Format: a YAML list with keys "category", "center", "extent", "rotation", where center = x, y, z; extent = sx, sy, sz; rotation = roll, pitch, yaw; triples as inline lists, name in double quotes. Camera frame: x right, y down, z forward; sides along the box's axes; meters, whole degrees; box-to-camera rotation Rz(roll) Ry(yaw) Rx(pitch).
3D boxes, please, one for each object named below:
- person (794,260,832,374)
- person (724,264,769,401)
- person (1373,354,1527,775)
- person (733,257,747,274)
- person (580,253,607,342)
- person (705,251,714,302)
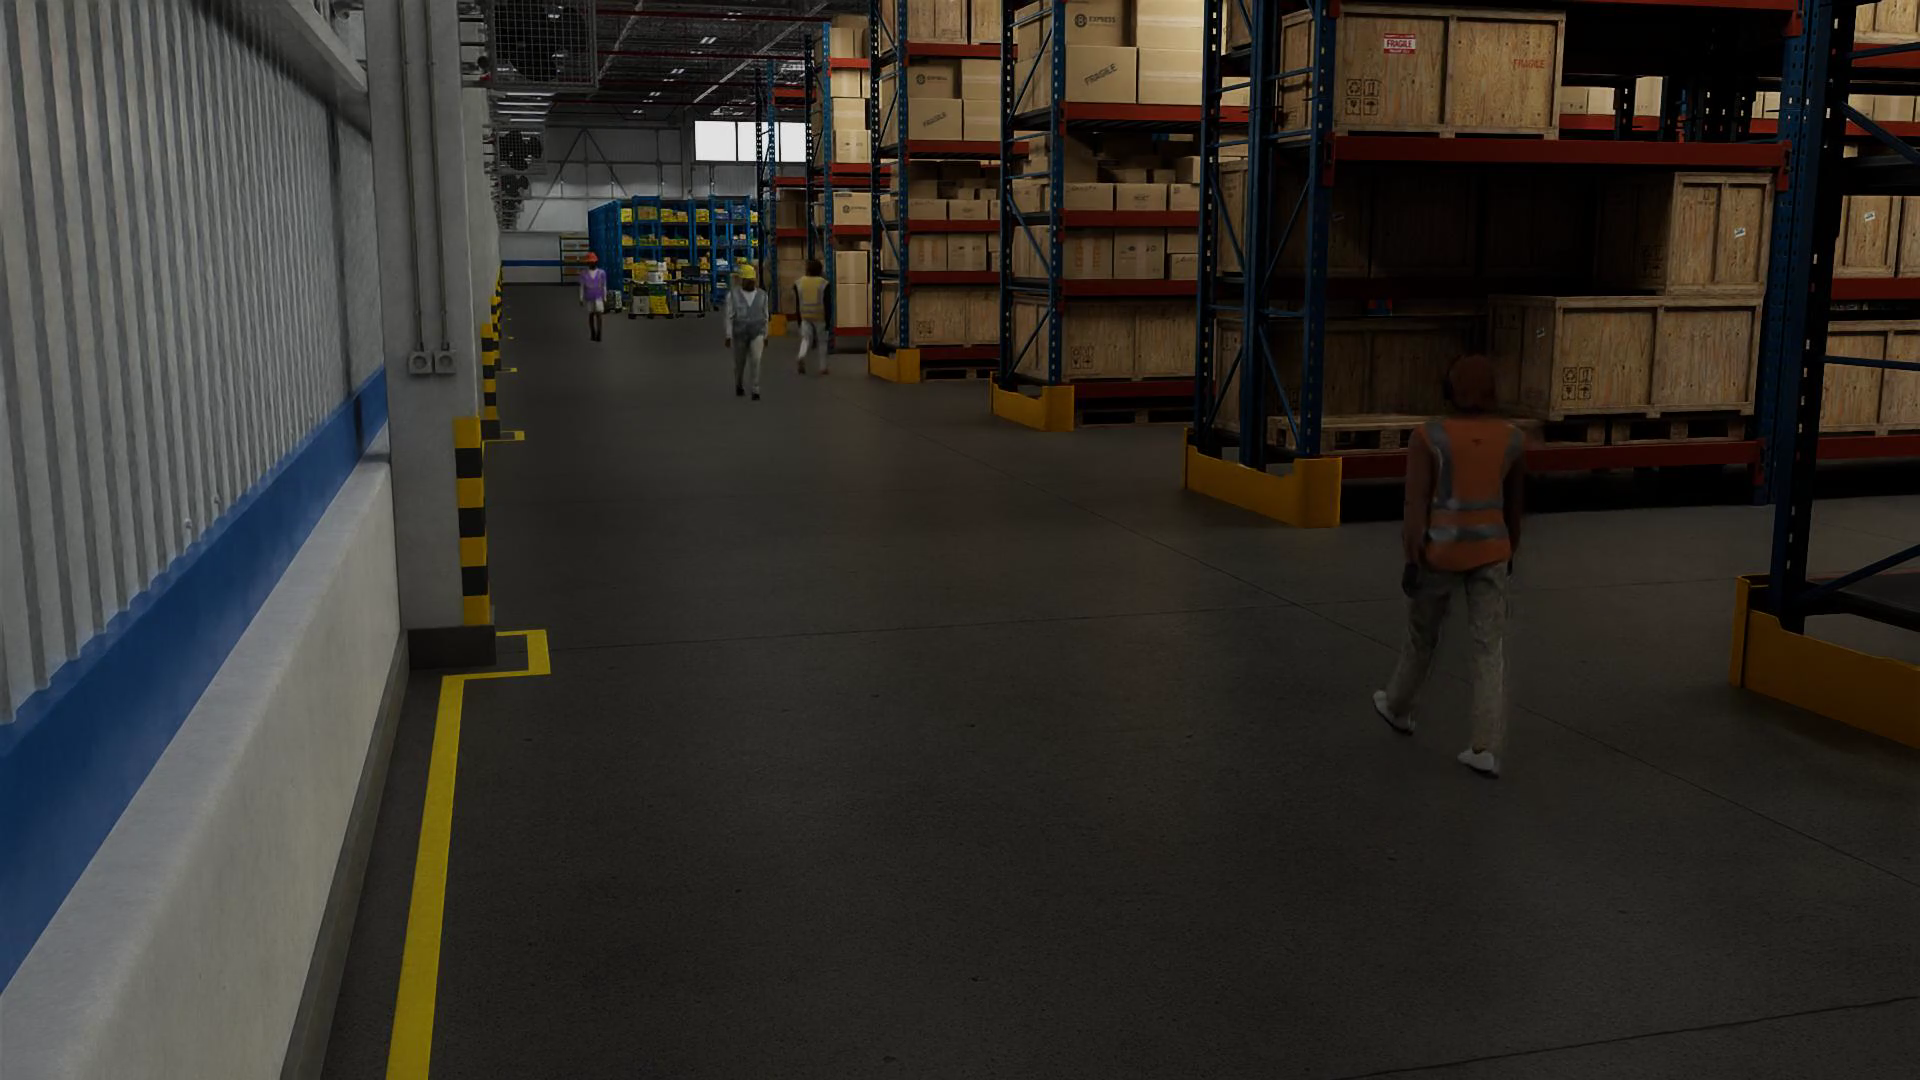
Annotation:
- category: "person"
  center: [-2.304, -3.492, 26.148]
  extent: [0.639, 1.820, 0.693]
  rotation: [3, 10, 16]
- category: "person"
  center: [-2.842, -2.758, 22.088]
  extent: [0.606, 1.801, 0.833]
  rotation: [-3, 10, -17]
- category: "person"
  center: [1.953, 0.069, 6.590]
  extent: [0.548, 1.593, 0.834]
  rotation: [-1, 10, -8]
- category: "person"
  center: [-6.332, -7.296, 47.998]
  extent: [0.596, 1.717, 0.467]
  rotation: [-1, 10, -7]
- category: "person"
  center: [-7.832, -5.182, 35.561]
  extent: [0.563, 1.896, 1.011]
  rotation: [-2, 10, -10]
- category: "person"
  center: [-9.231, -9.664, 61.050]
  extent: [0.600, 1.835, 0.404]
  rotation: [-7, 12, -36]
